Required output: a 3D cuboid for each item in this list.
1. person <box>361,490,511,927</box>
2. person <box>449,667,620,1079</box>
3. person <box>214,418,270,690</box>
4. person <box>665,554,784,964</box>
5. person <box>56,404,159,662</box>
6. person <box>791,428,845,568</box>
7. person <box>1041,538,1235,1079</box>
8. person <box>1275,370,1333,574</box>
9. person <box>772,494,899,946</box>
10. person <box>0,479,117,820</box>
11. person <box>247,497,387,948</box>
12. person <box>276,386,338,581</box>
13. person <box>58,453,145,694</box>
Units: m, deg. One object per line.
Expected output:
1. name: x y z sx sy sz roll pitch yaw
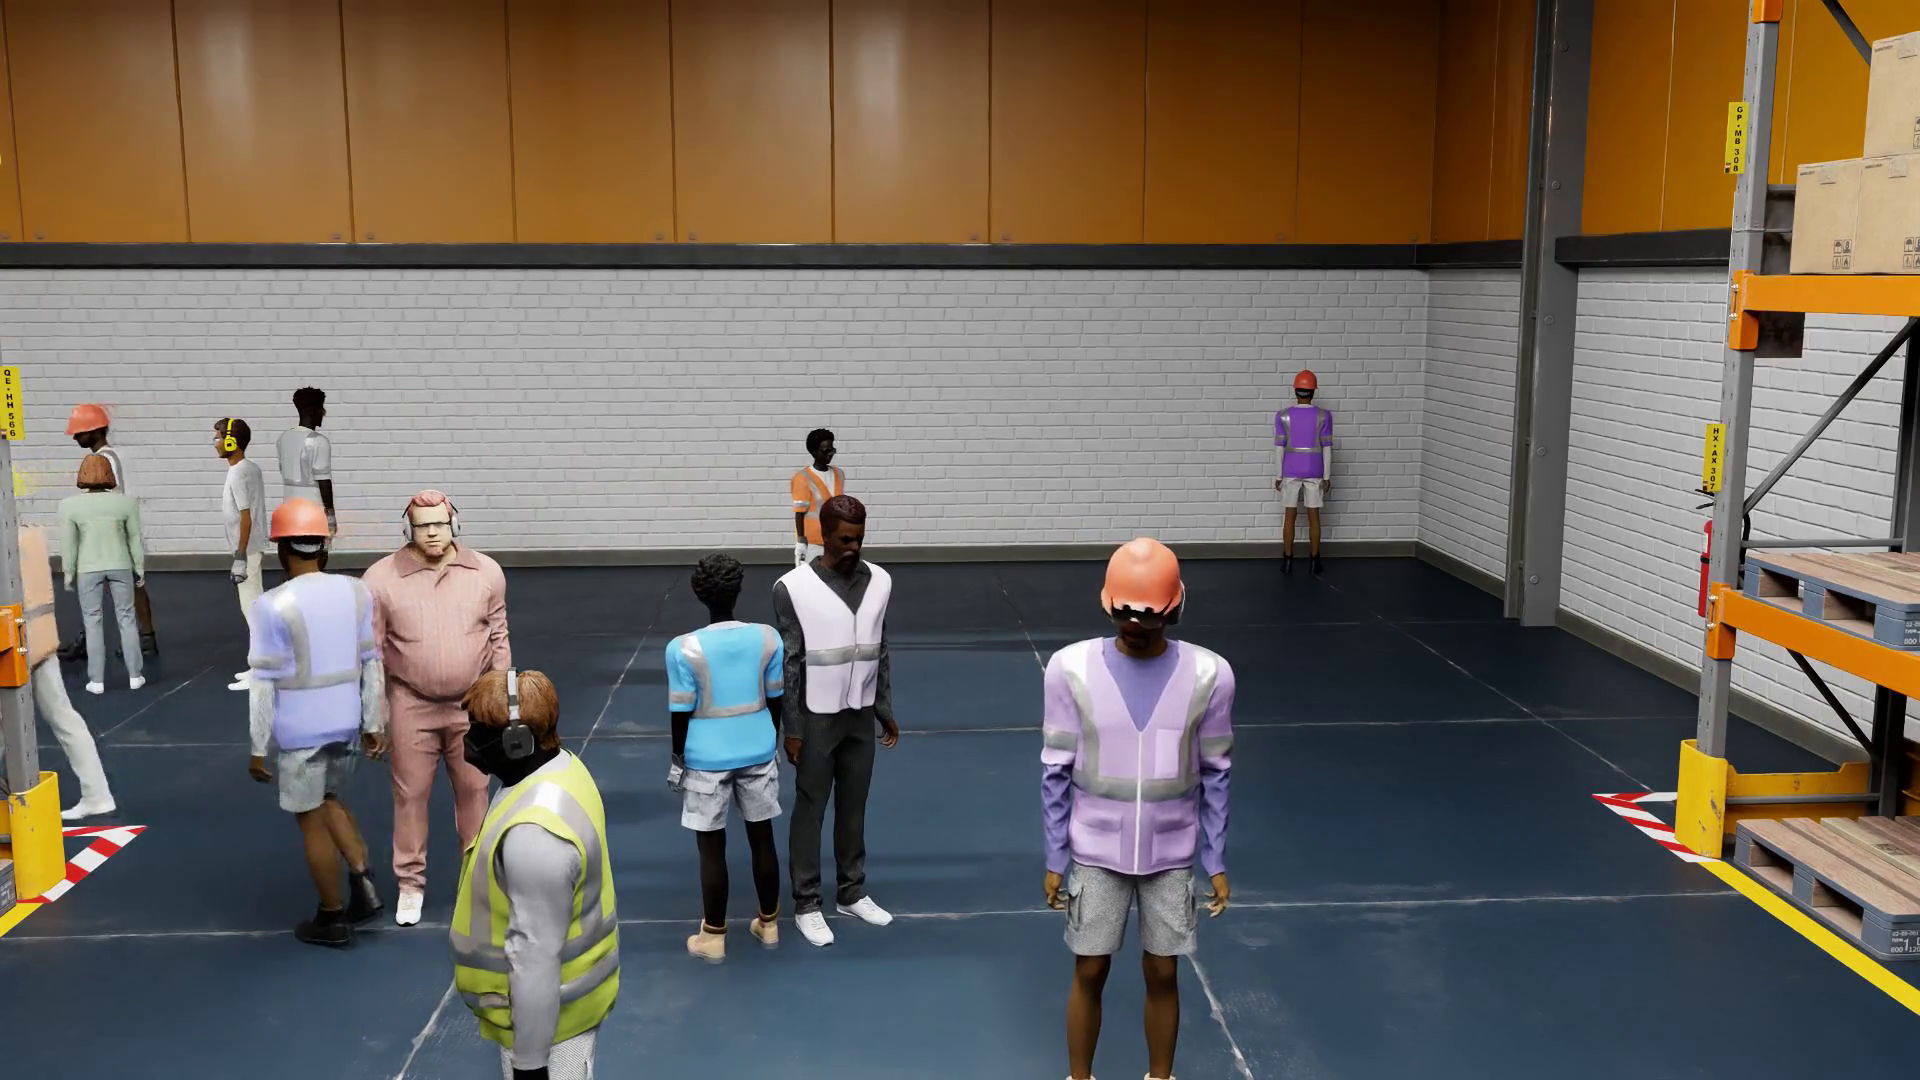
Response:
1. person: -2.287 0.726 7.318 0.651 1.906 0.409 -5 10 -26
2. person: -1.114 1.232 4.394 0.431 1.835 0.624 -2 9 -11
3. person: -4.907 0.094 11.407 0.317 1.870 0.523 -2 9 -12
4. person: -0.964 0.899 6.881 0.536 1.699 0.322 -6 11 -32
5. person: -6.345 -0.043 12.162 0.845 1.896 0.577 -3 10 -19
6. person: -1.049 0.003 12.512 0.320 1.695 0.537 7 12 38
7. person: 0.558 0.992 5.259 0.606 2.033 0.403 0 9 2
8. person: 3.259 -0.643 15.815 0.543 1.939 0.355 2 9 12
9. person: -0.532 0.749 7.156 0.588 1.914 0.392 -8 12 -41
10. person: -4.875 0.552 8.520 1.002 1.872 0.595 0 9 1
11. person: -2.722 0.777 6.969 0.404 1.911 0.556 5 10 29
12. person: -5.189 -0.248 13.286 0.607 1.958 0.378 6 11 34
13. person: -5.822 0.225 11.316 0.507 1.632 0.264 -6 11 -32
